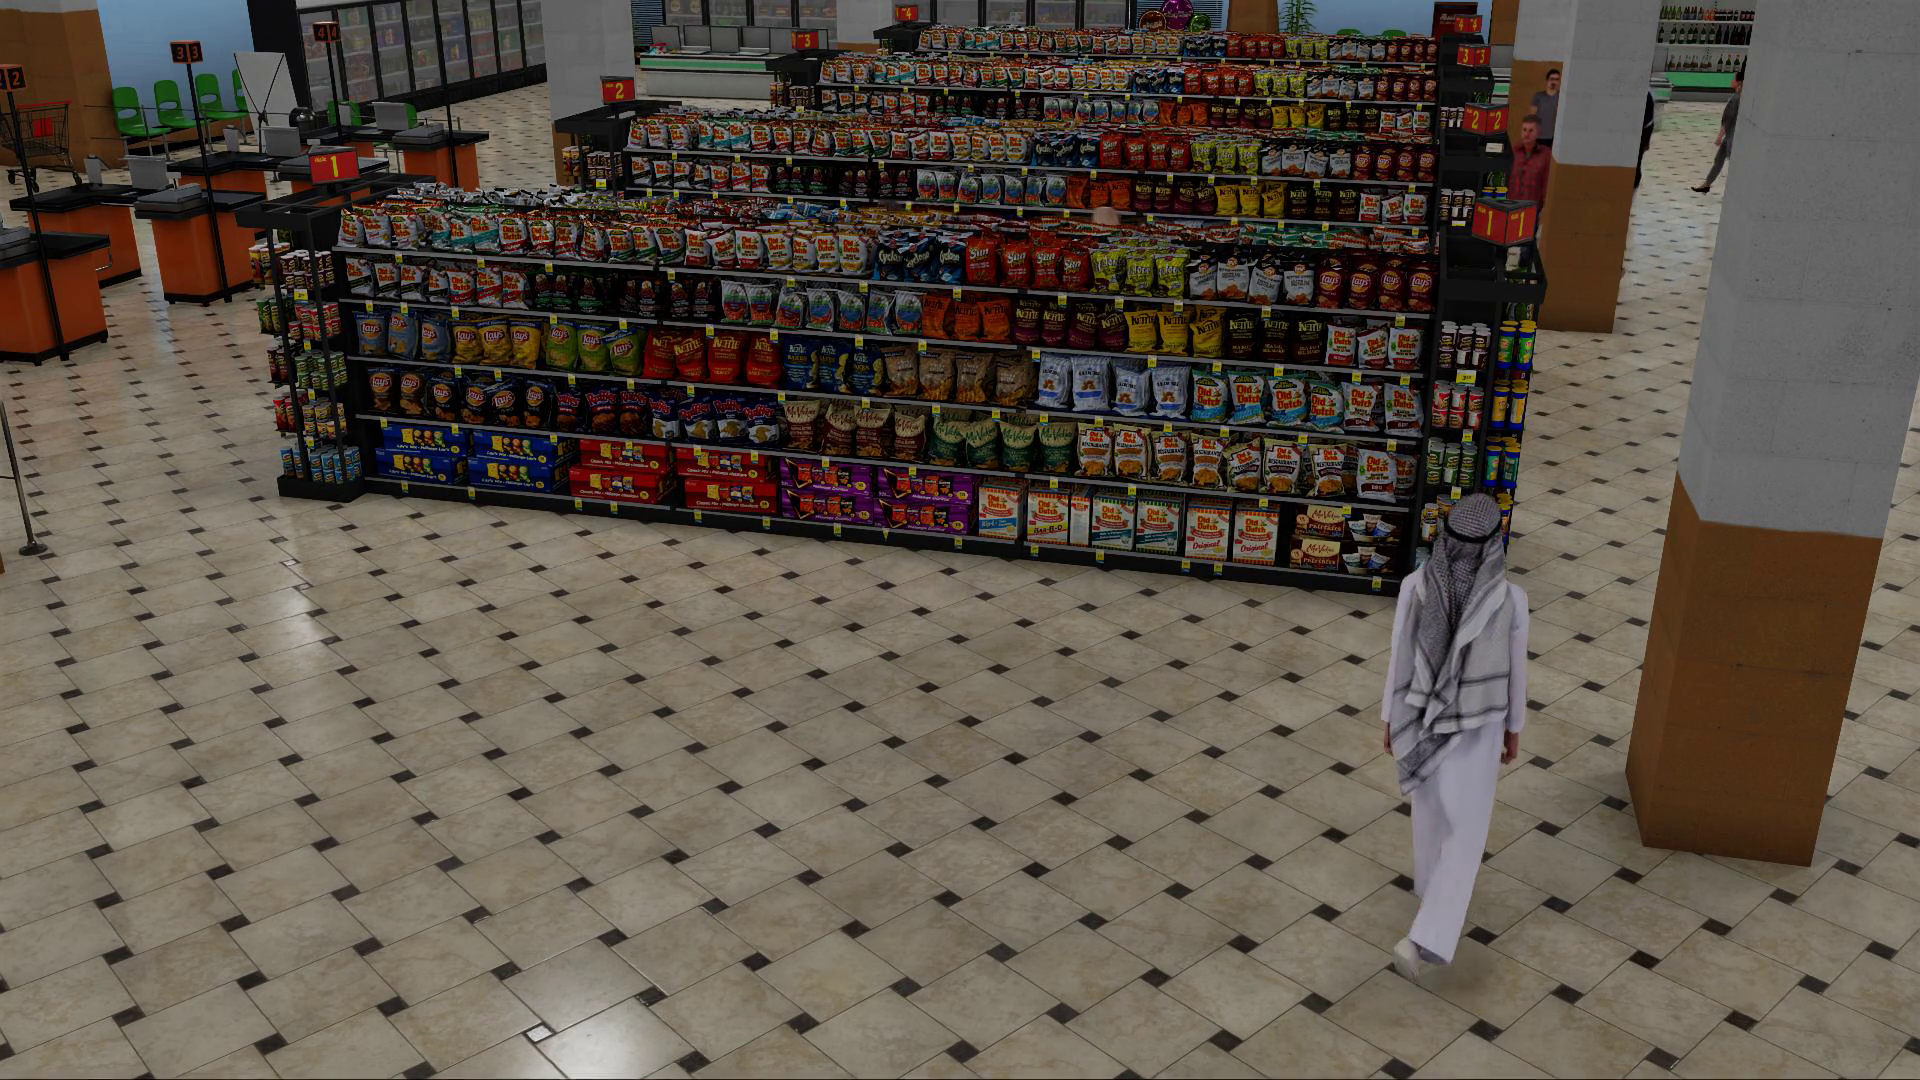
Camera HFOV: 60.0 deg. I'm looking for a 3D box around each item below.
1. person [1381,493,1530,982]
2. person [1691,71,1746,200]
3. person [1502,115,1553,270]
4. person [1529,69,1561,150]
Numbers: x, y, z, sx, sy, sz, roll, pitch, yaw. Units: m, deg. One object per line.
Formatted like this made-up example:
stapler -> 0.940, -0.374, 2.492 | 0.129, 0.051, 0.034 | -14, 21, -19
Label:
person -> 1.860, 0.778, 6.400 | 1.245, 1.887, 0.923 | 11, 24, 26
person -> 10.159, -5.222, 21.647 | 1.027, 1.654, 0.862 | 17, 28, 36
person -> 5.725, -3.373, 16.840 | 0.939, 1.806, 0.865 | 10, 24, 24
person -> 7.483, -5.128, 21.306 | 0.944, 1.734, 0.726 | 4, 22, 9
